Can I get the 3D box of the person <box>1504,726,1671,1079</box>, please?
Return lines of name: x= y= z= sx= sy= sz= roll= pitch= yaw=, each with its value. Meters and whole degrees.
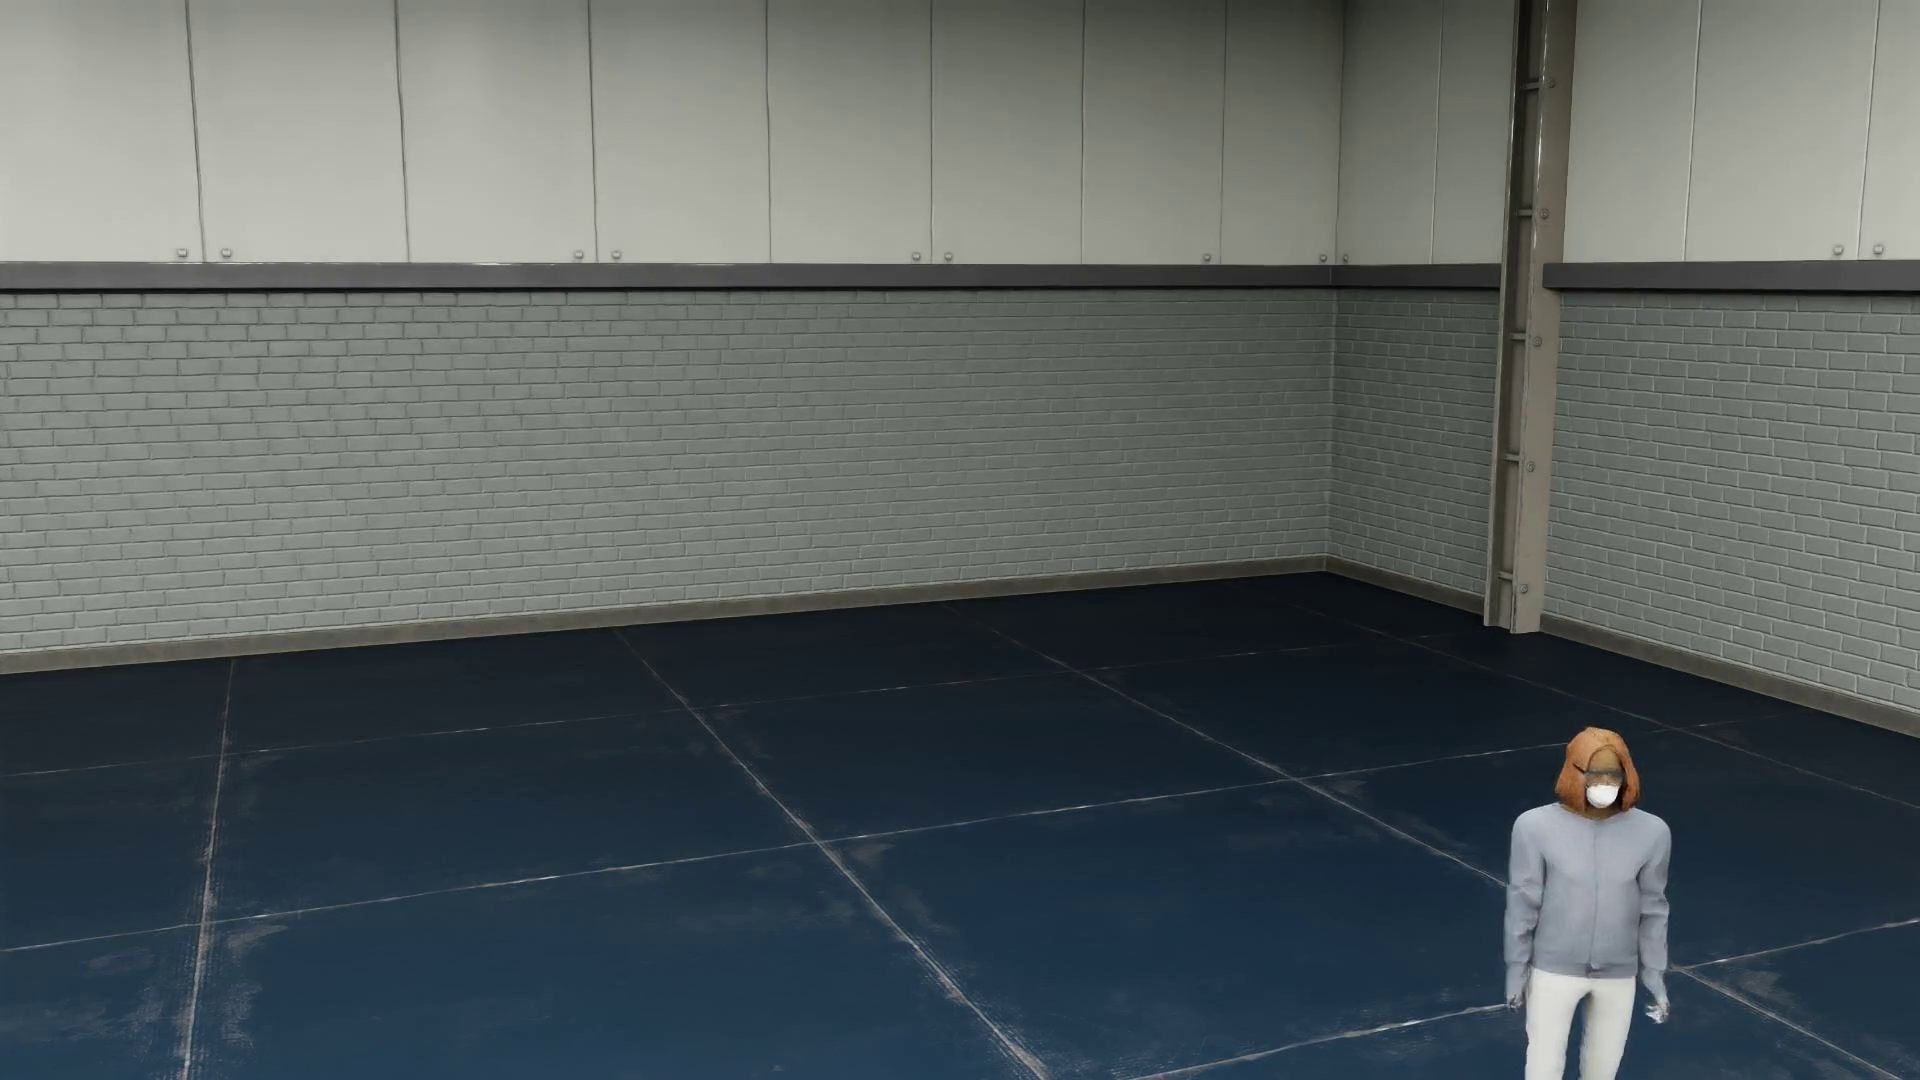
person: x=1.990 y=1.399 z=5.294 sx=0.508 sy=1.627 sz=0.463 roll=1 pitch=9 yaw=3
